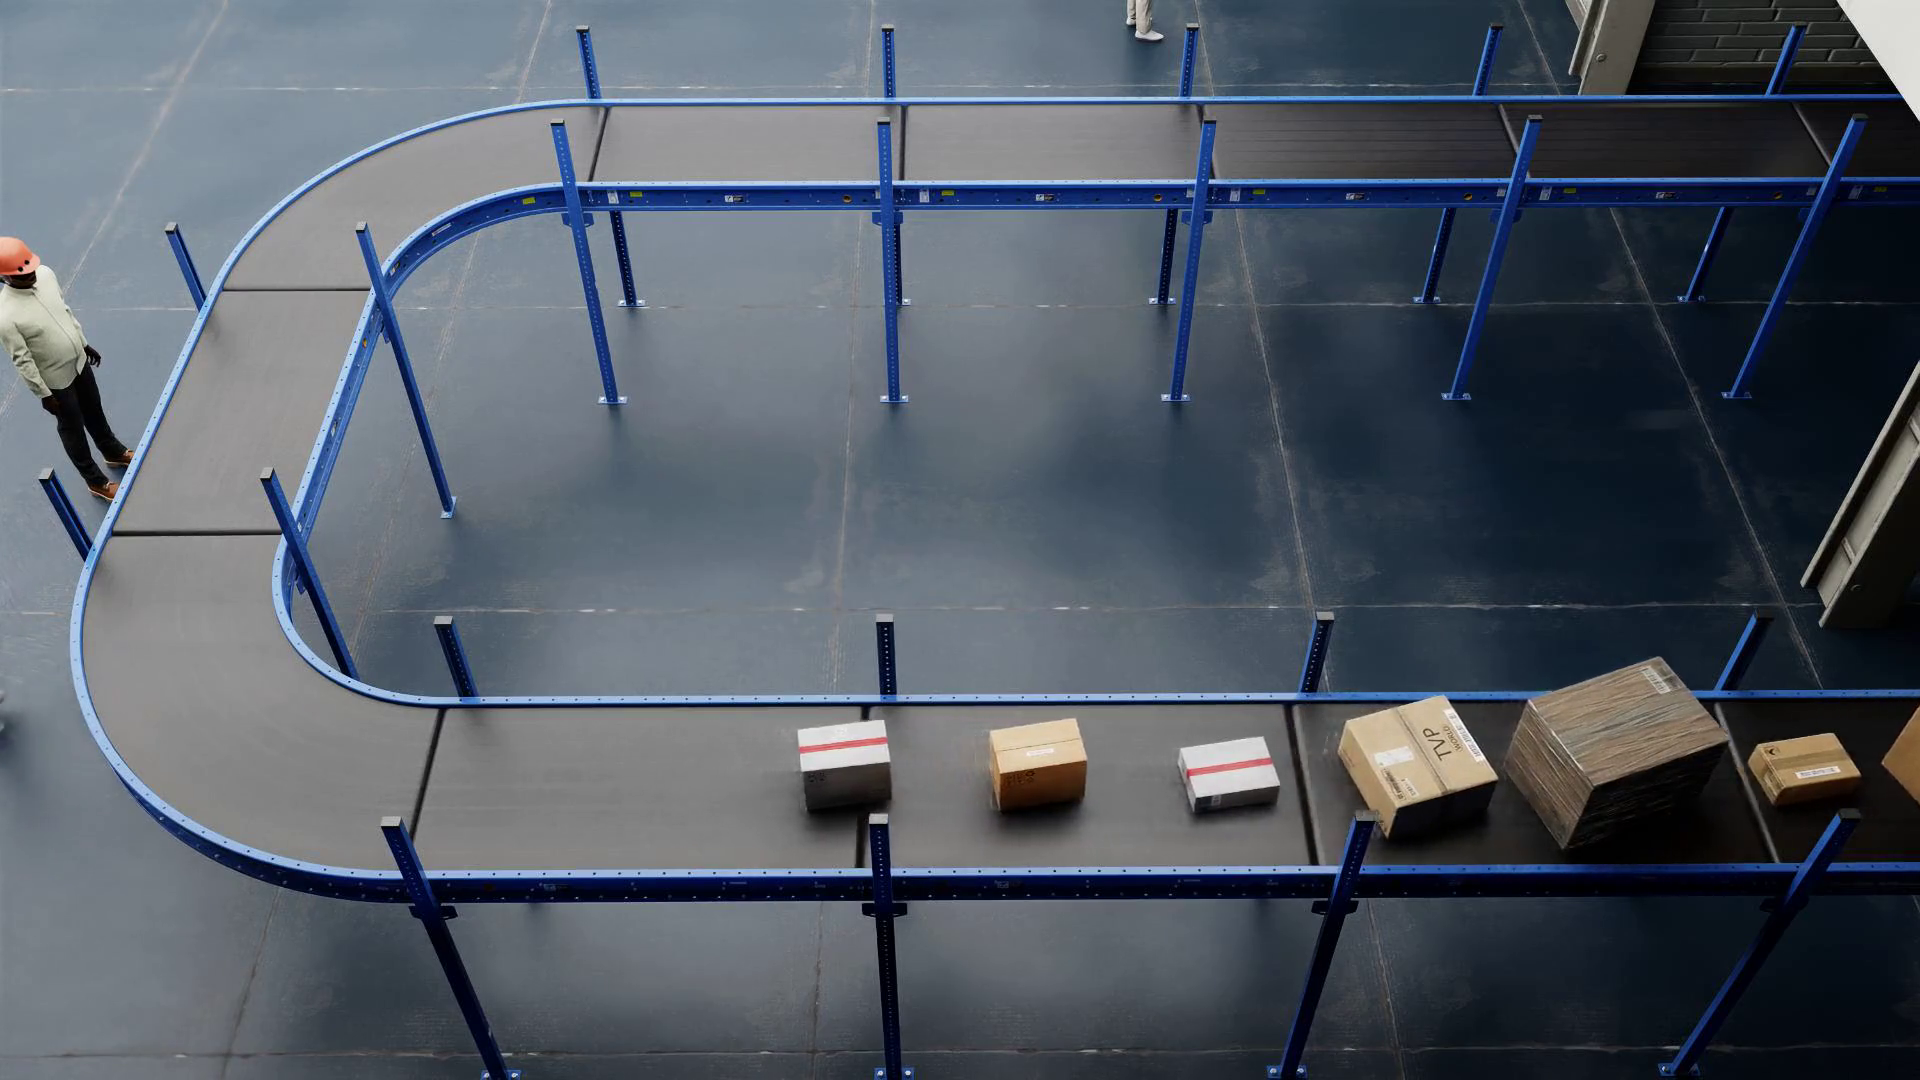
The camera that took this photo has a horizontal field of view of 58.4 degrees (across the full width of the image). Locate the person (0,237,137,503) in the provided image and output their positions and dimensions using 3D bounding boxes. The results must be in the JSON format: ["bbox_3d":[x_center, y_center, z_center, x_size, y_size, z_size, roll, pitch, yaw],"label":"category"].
[{"bbox_3d":[-5.718,-1.105,10.946,0.382,1.995,0.612,4,47,4],"label":"person"}]

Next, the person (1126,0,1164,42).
[{"bbox_3d":[1.646,-5.171,14.980,0.308,1.641,0.514,-10,48,-9],"label":"person"}]
